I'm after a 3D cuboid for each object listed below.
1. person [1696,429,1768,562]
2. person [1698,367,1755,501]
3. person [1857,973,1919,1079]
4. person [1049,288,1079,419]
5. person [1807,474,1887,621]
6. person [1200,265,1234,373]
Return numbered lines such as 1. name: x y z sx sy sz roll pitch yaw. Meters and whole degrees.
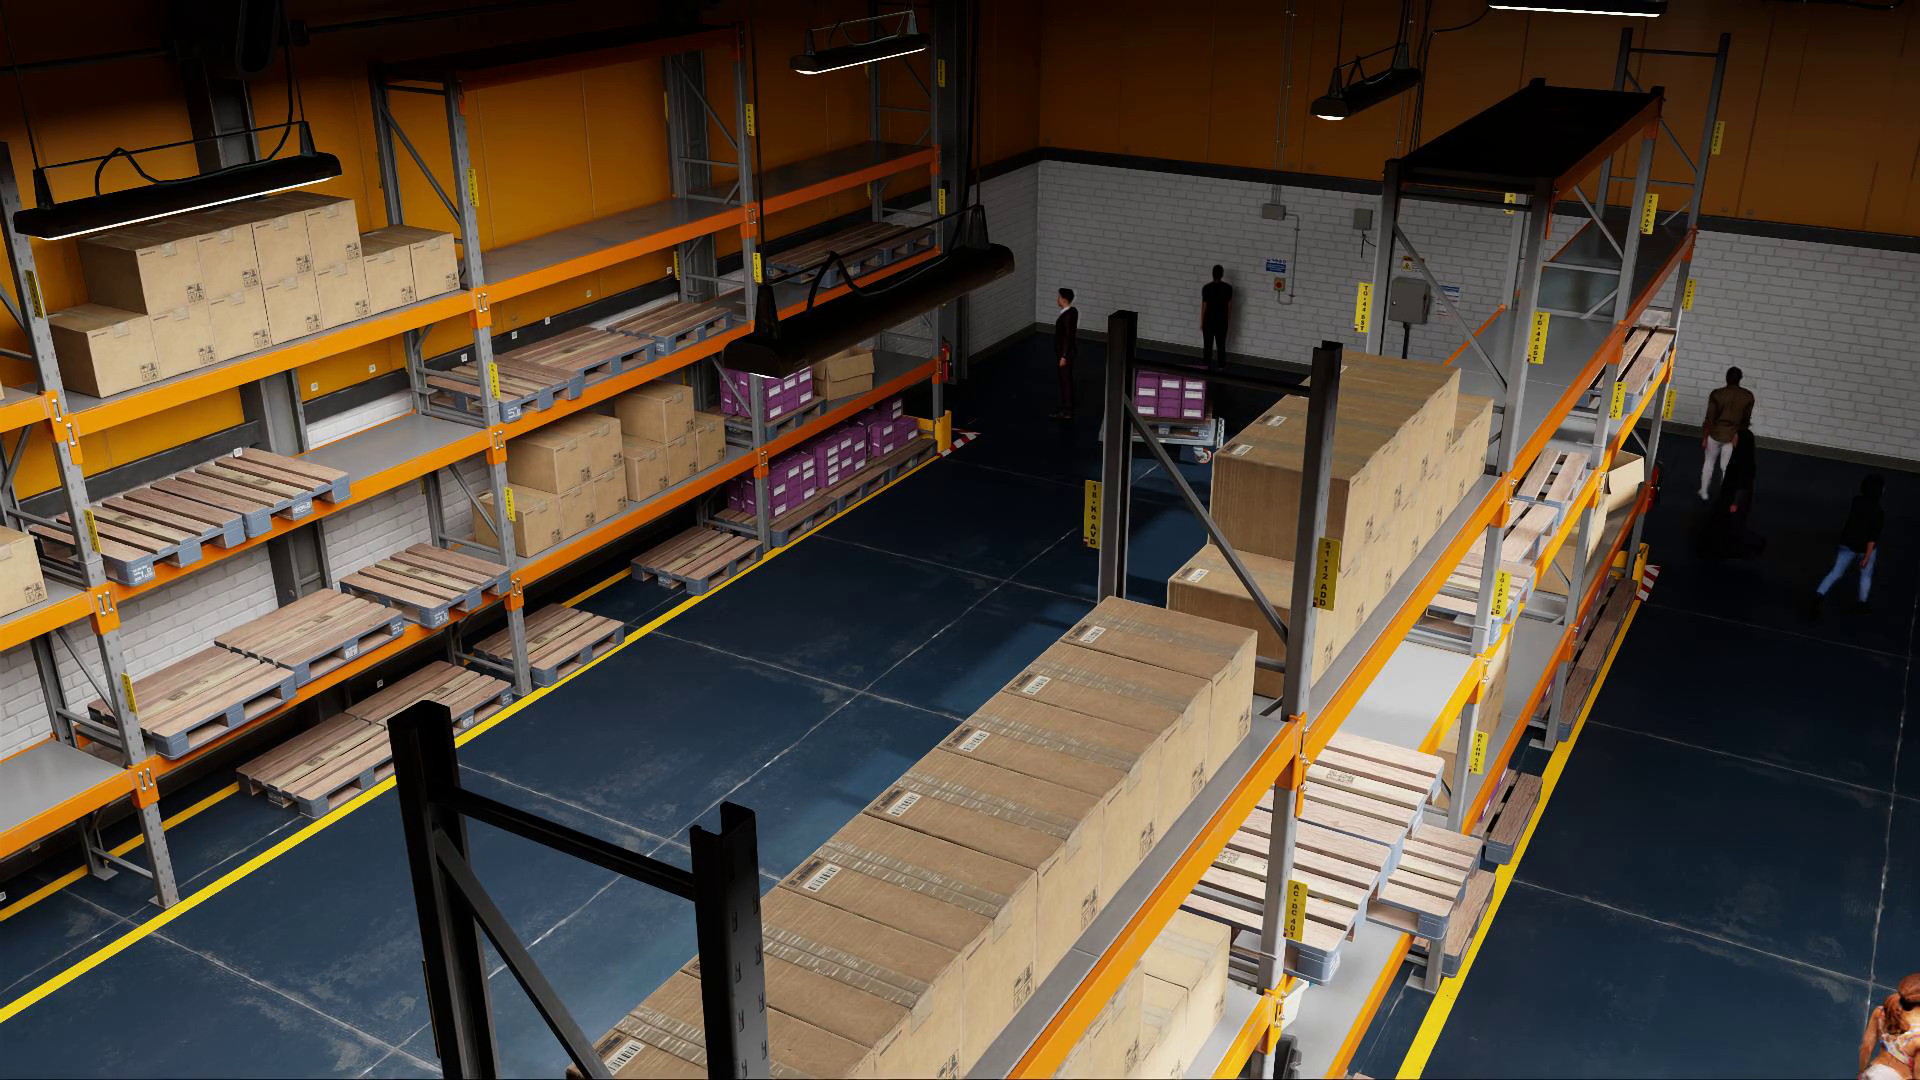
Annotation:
1. person: 8.933 -0.479 19.003 0.922 1.594 0.995 2 24 5
2. person: 9.411 -1.217 20.446 0.987 1.791 1.223 4 24 8
3. person: 5.554 3.355 9.988 0.707 1.791 0.664 -10 25 -21
4. person: 1.513 -2.673 23.685 0.812 1.864 0.630 5 24 12
5. person: 9.396 0.114 17.551 1.163 1.670 0.982 -11 26 -24
6. person: 3.887 -3.323 25.304 0.722 1.758 0.753 -3 24 -6
